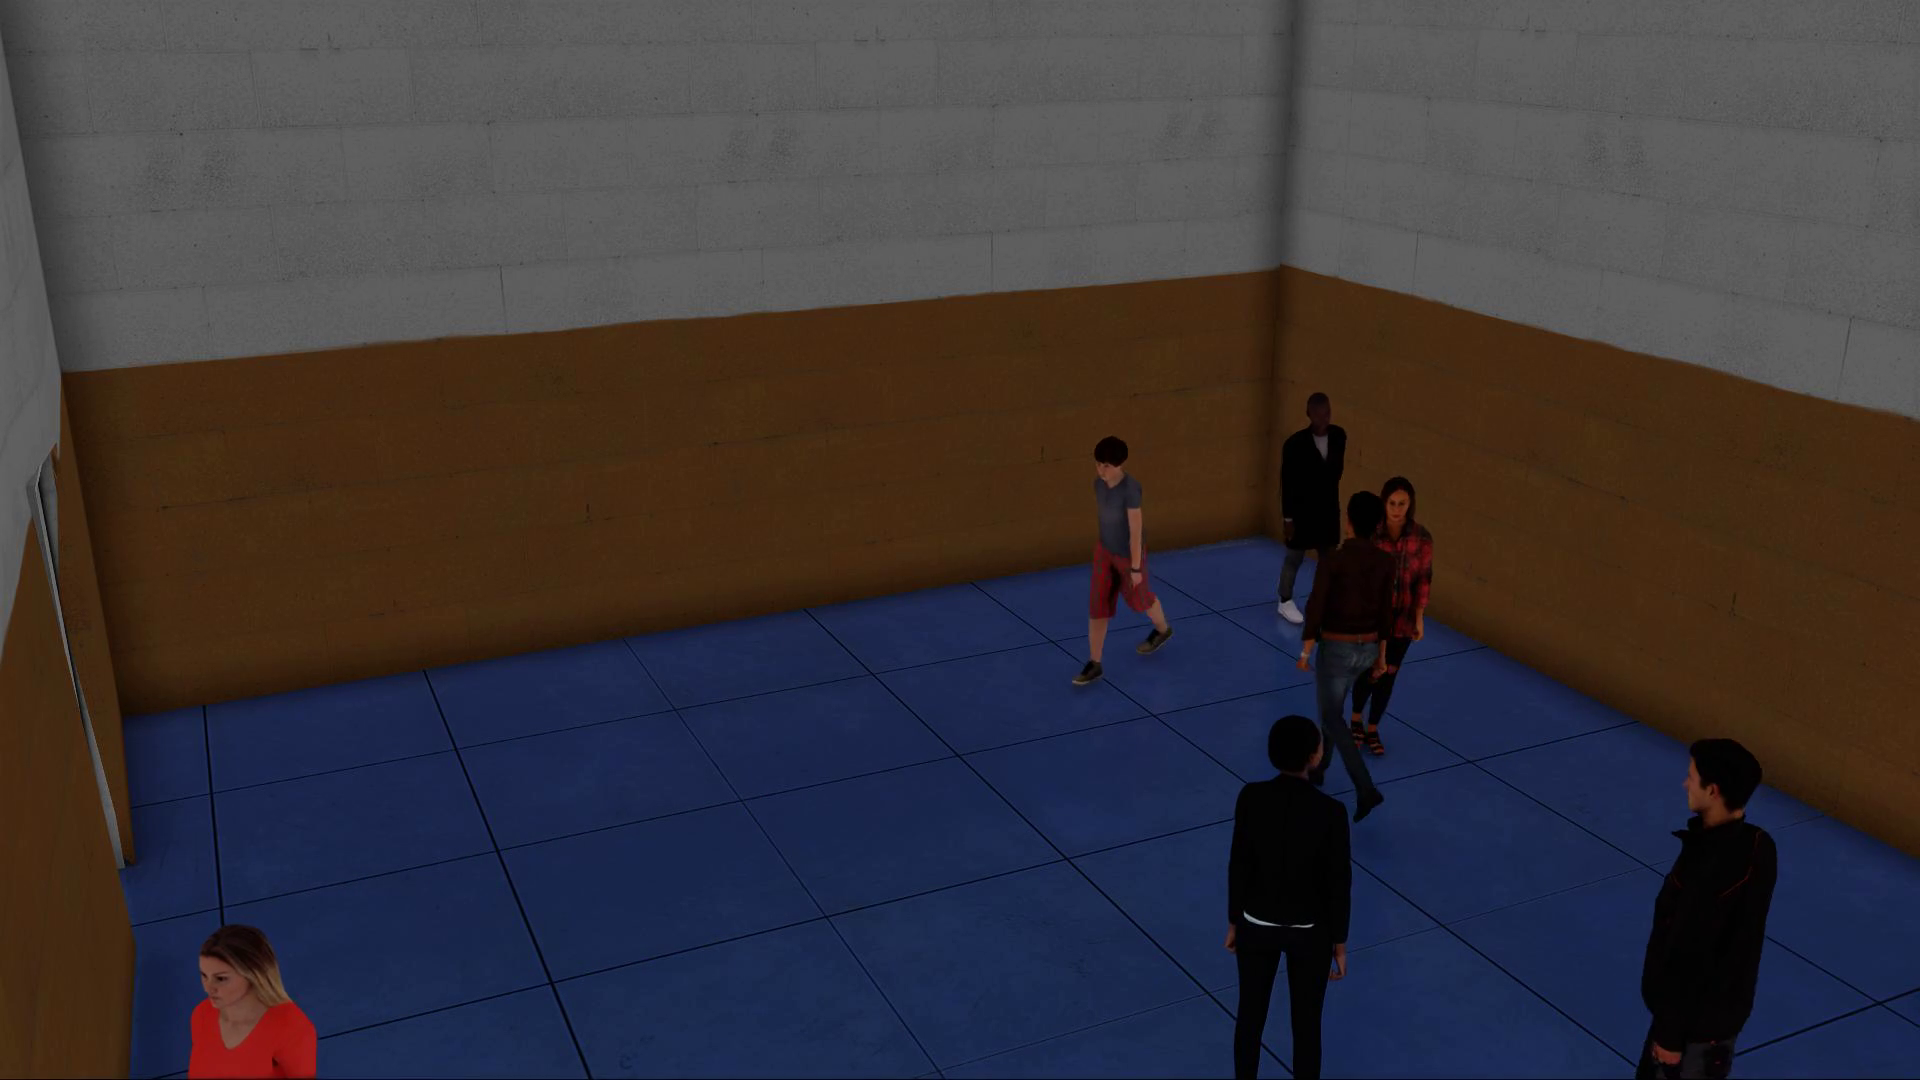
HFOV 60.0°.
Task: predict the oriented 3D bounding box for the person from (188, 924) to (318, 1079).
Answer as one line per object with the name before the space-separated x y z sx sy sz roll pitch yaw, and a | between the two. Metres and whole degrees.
person | -2.120 1.934 5.135 0.658 1.694 0.730 5 19 15

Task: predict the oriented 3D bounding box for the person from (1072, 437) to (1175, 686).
person | 1.091 0.104 10.704 1.261 1.590 0.892 -17 25 -41

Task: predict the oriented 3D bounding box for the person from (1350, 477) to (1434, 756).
person | 2.448 0.425 9.619 0.705 1.688 0.782 0 19 0

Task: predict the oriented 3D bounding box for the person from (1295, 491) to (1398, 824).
person | 2.104 0.651 8.871 1.075 1.737 0.796 -7 20 -21

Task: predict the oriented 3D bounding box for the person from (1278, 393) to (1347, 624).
person | 2.394 -0.220 11.491 0.794 1.714 0.808 -7 20 -19

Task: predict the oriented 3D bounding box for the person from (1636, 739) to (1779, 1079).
person | 2.626 1.625 5.698 1.080 1.919 1.111 12 22 31

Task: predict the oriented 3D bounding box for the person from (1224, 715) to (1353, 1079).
person | 1.204 1.502 6.196 0.688 1.835 0.737 8 20 22
